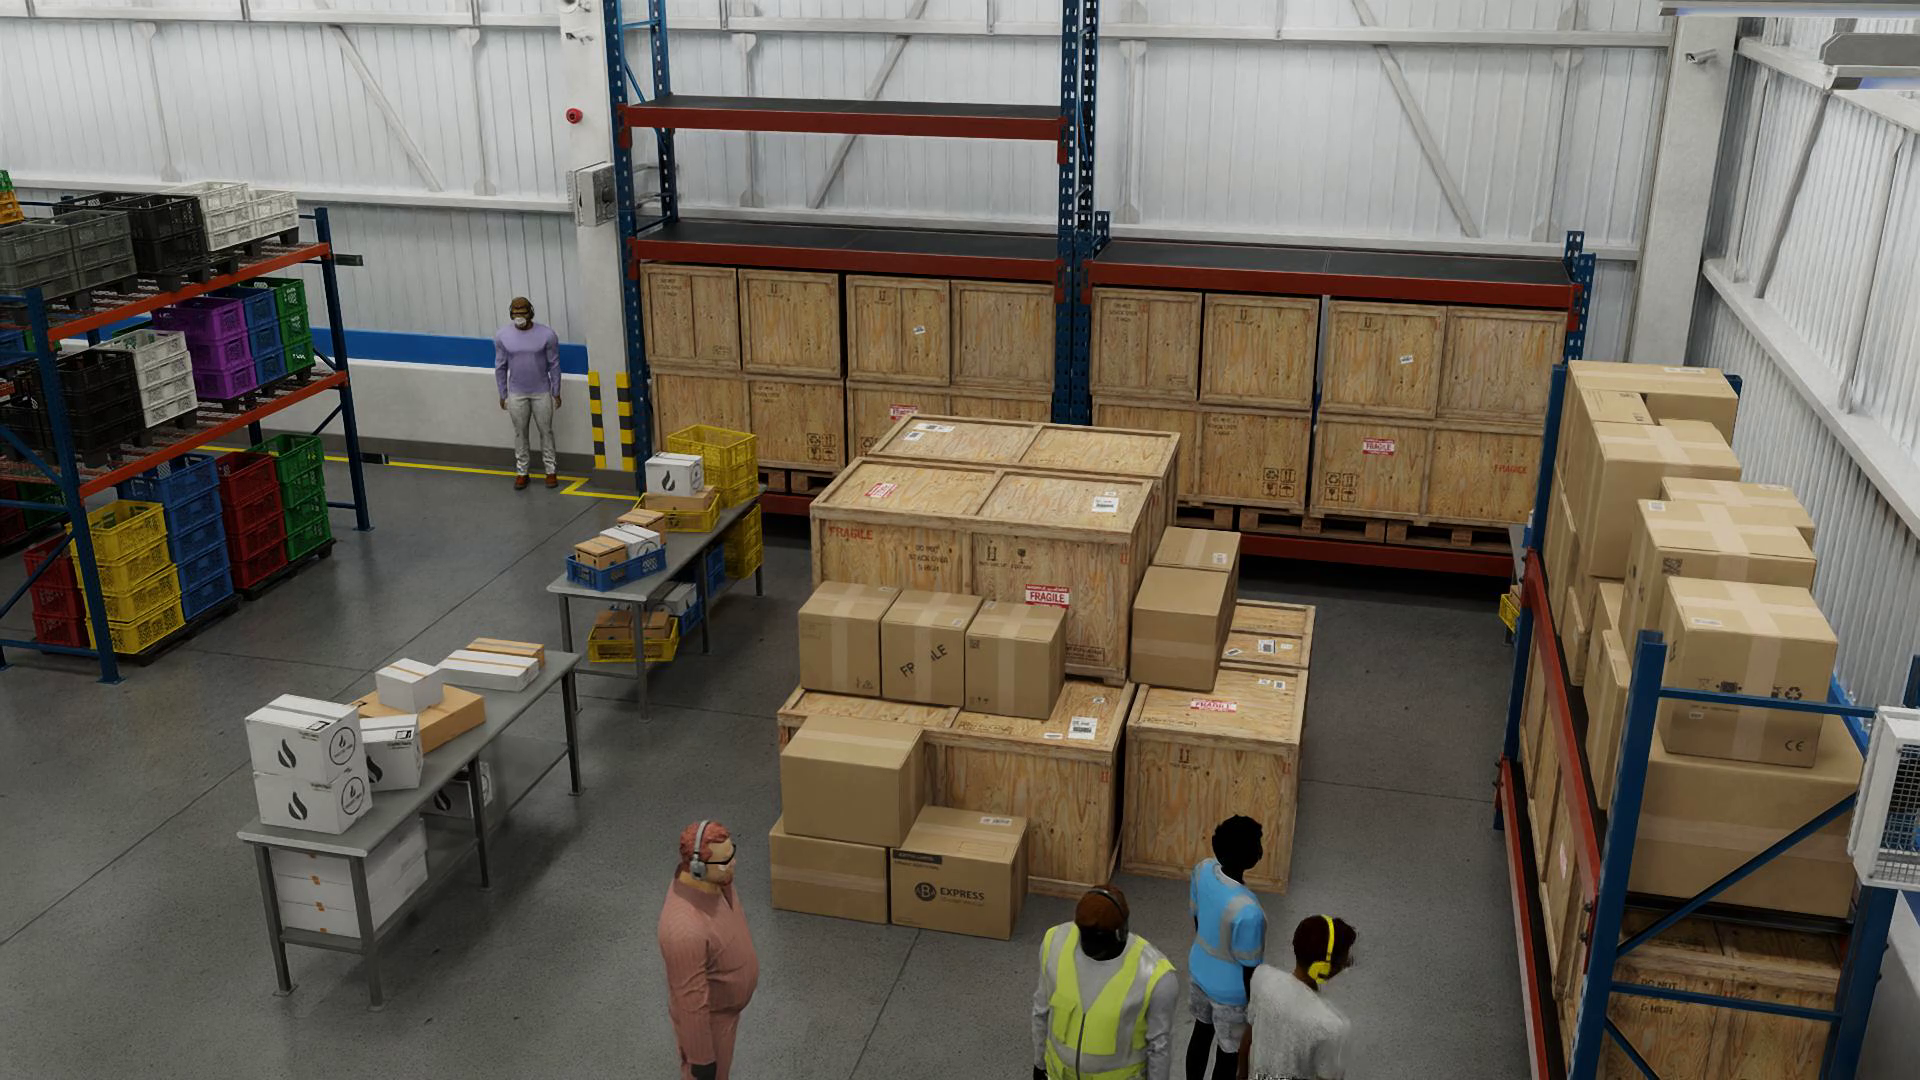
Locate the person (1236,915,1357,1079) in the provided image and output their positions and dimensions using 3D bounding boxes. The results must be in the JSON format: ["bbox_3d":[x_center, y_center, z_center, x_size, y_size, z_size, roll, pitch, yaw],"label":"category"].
[{"bbox_3d":[1.346,2.327,6.737,0.430,1.844,0.598,-13,24,-30],"label":"person"}]

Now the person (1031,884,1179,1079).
[{"bbox_3d":[0.572,2.243,6.968,0.628,1.835,0.428,11,24,27],"label":"person"}]

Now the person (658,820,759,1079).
[{"bbox_3d":[-1.075,2.076,7.302,0.403,1.906,0.651,0,21,-1],"label":"person"}]

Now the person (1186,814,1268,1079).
[{"bbox_3d":[1.239,2.035,7.702,0.316,1.694,0.540,-7,22,-19],"label":"person"}]

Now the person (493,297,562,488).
[{"bbox_3d":[-4.272,-1.463,16.515,0.636,1.938,0.358,-2,21,-6],"label":"person"}]
